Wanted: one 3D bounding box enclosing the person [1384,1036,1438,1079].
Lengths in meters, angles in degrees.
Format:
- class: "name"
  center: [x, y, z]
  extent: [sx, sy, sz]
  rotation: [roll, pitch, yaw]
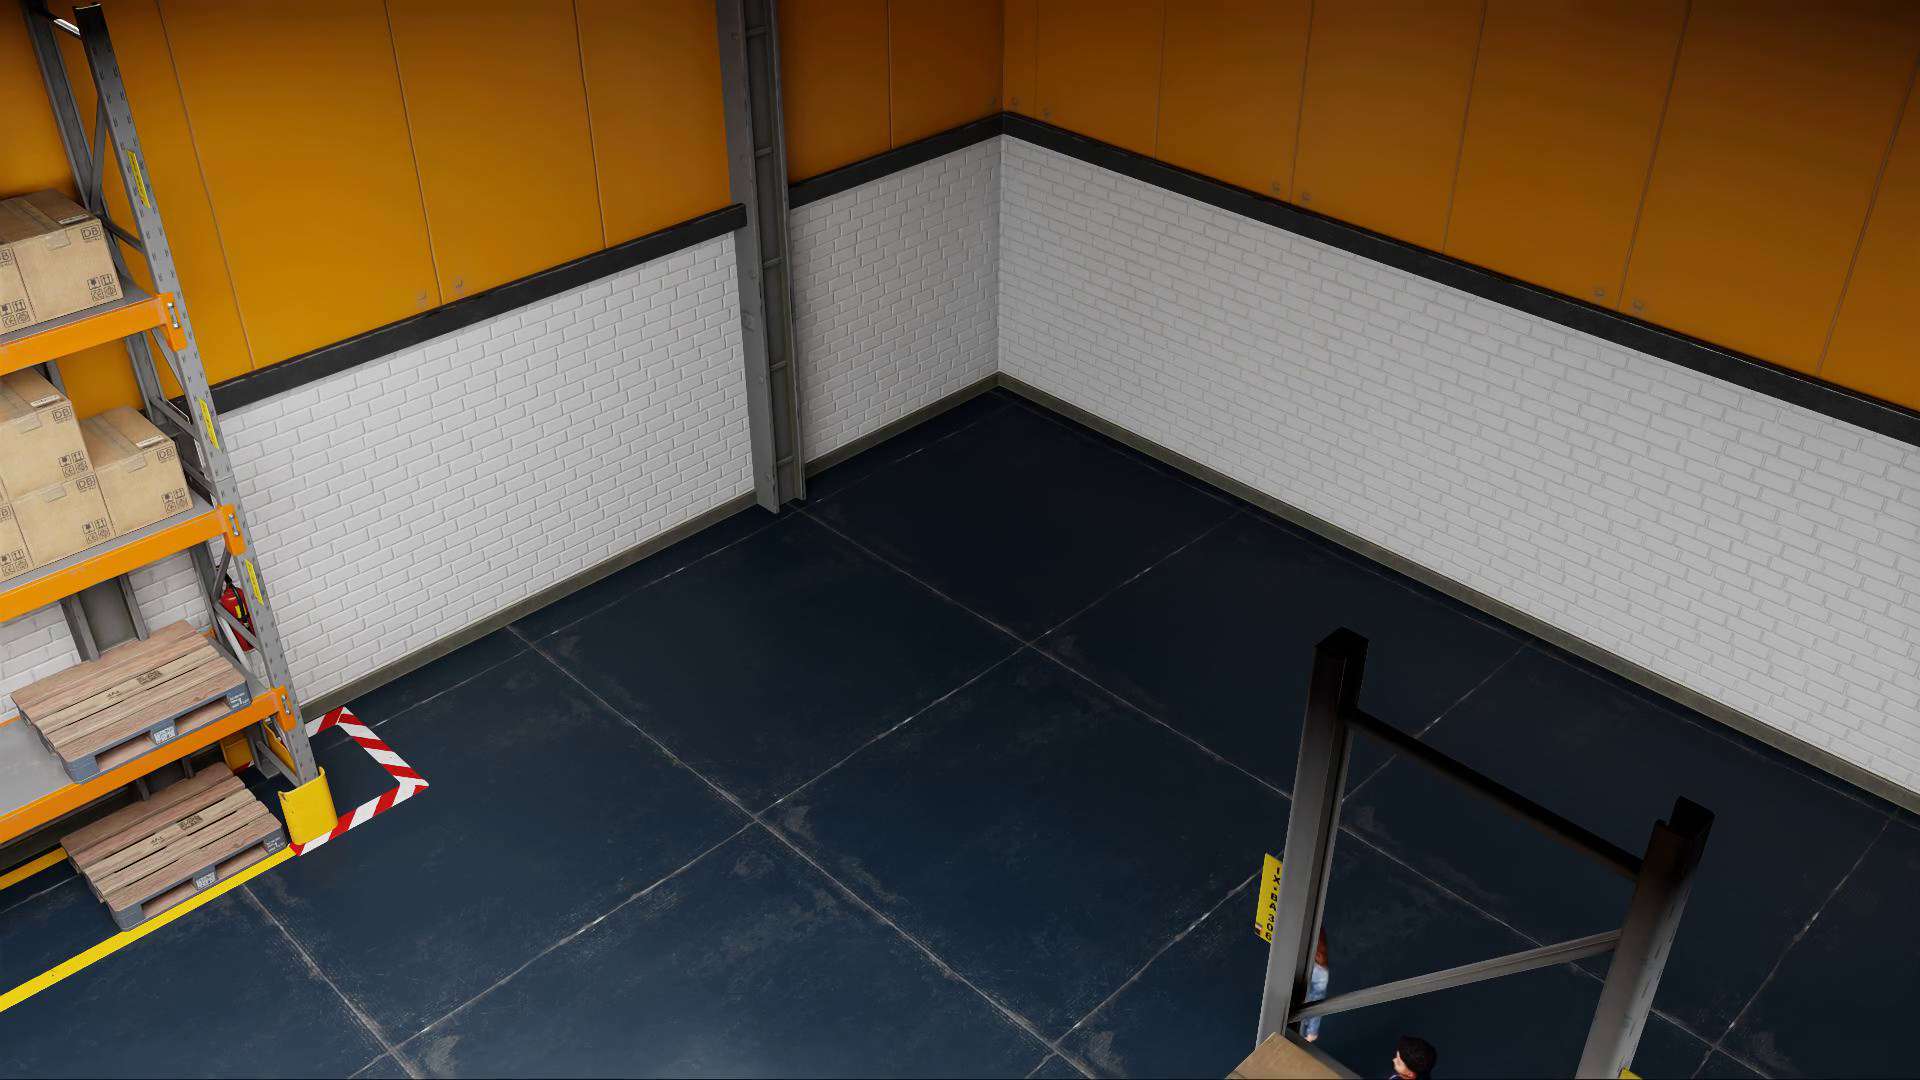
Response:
- class: "person"
  center: [2.498, 3.266, 9.470]
  extent: [0.656, 1.221, 0.562]
  rotation: [8, 35, 12]
